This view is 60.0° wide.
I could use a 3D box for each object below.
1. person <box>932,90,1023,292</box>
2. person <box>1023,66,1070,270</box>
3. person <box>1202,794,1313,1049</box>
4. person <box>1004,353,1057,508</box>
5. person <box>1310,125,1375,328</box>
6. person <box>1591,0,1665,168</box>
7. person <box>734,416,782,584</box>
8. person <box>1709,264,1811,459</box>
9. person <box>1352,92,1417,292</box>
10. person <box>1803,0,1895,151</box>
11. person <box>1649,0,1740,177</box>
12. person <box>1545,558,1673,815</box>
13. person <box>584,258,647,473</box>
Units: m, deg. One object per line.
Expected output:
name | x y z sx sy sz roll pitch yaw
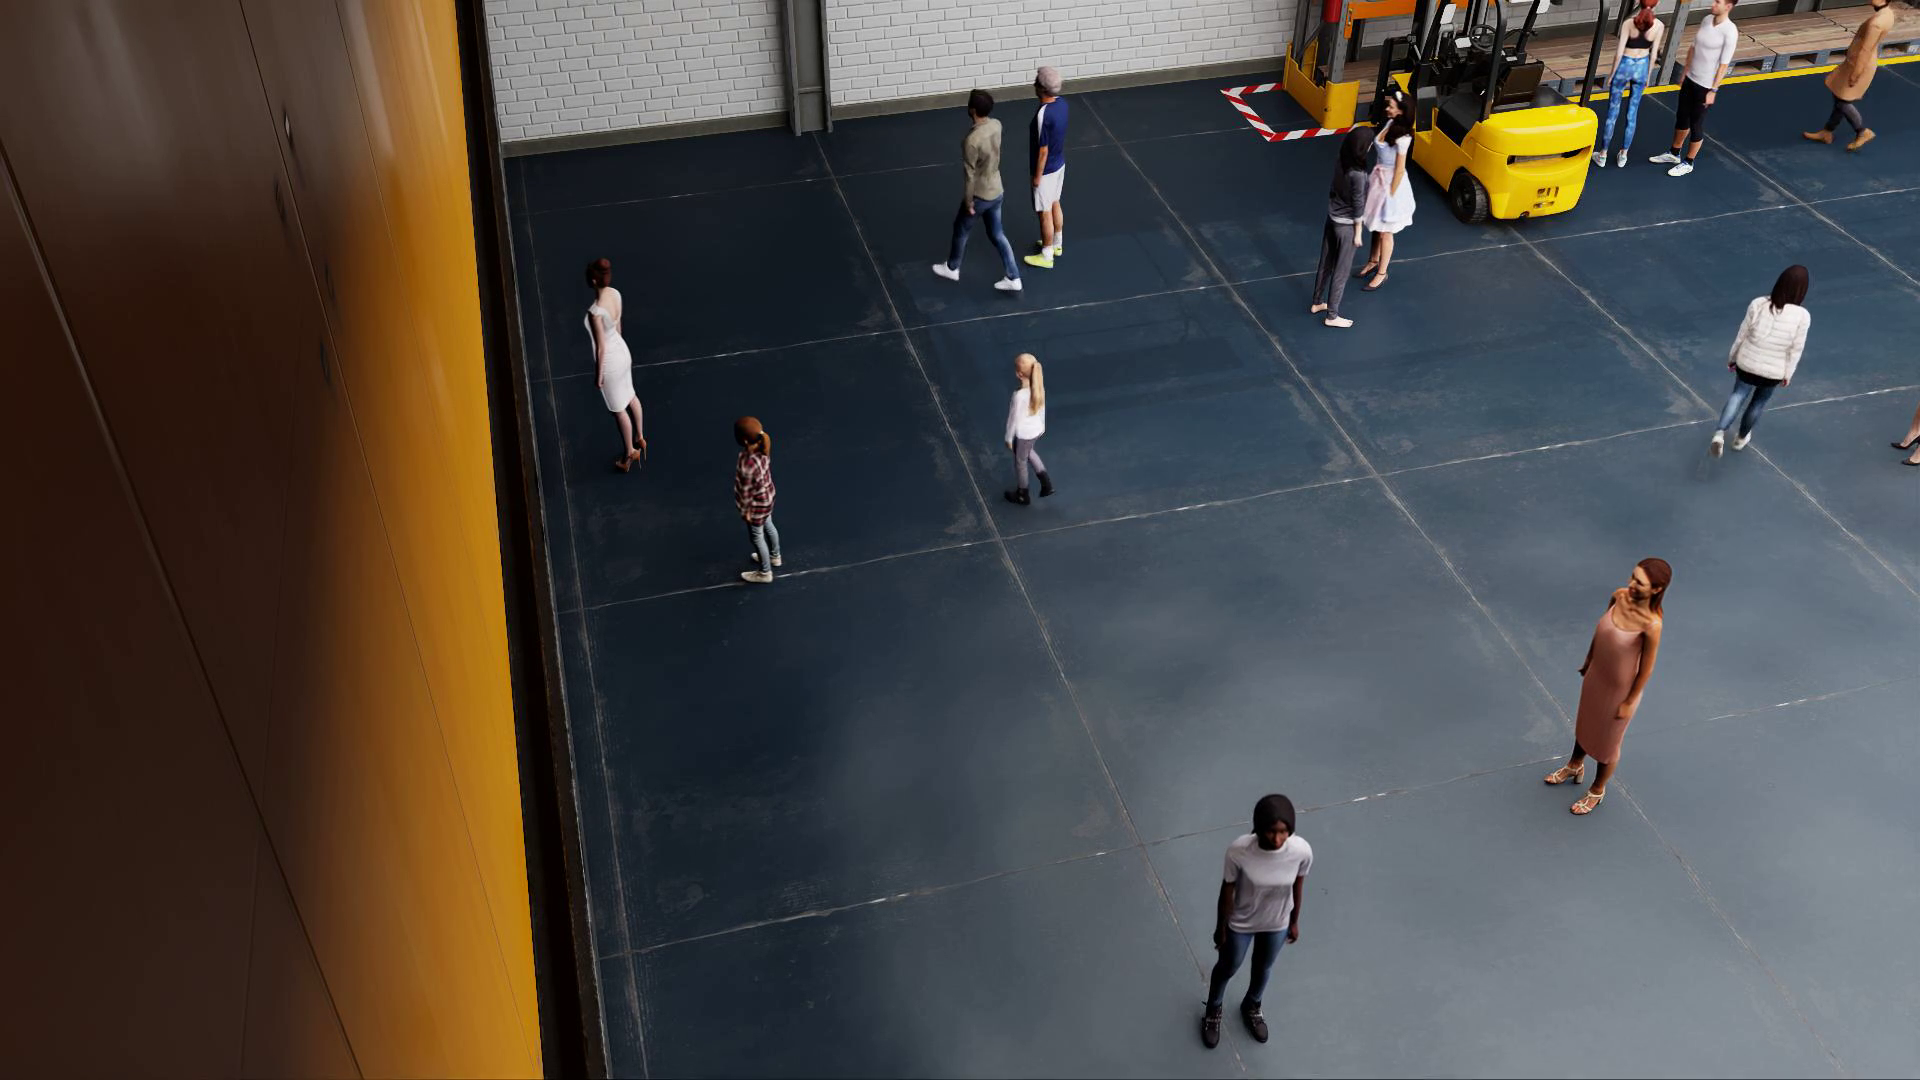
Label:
person | 0.276 -2.954 14.304 1.175 1.827 1.197 26 45 29
person | 0.773 -3.306 14.738 0.746 1.836 0.711 16 41 19
person | 1.476 1.902 8.310 0.512 1.719 0.682 -3 39 -4
person | 0.537 -0.757 12.001 0.713 1.269 0.662 25 45 28
person | 3.219 -2.645 13.969 0.512 1.764 0.600 -12 40 -14
person | 6.560 -4.524 16.304 0.626 1.784 0.714 5 39 6
person | -1.383 -0.287 11.384 0.626 1.303 0.600 10 40 12
person | 5.957 -1.290 12.384 0.911 1.624 1.019 28 46 30
person | 3.694 -3.013 14.385 0.767 1.818 0.746 -3 39 -4
person | 9.037 -4.709 16.592 1.004 1.715 0.970 24 45 27
person | 7.232 -4.476 16.191 0.554 1.851 0.656 -9 40 -11
person | 3.765 0.829 9.563 0.515 1.832 0.586 -12 40 -15
person | -2.545 -1.285 12.242 0.654 1.793 0.648 10 40 12
